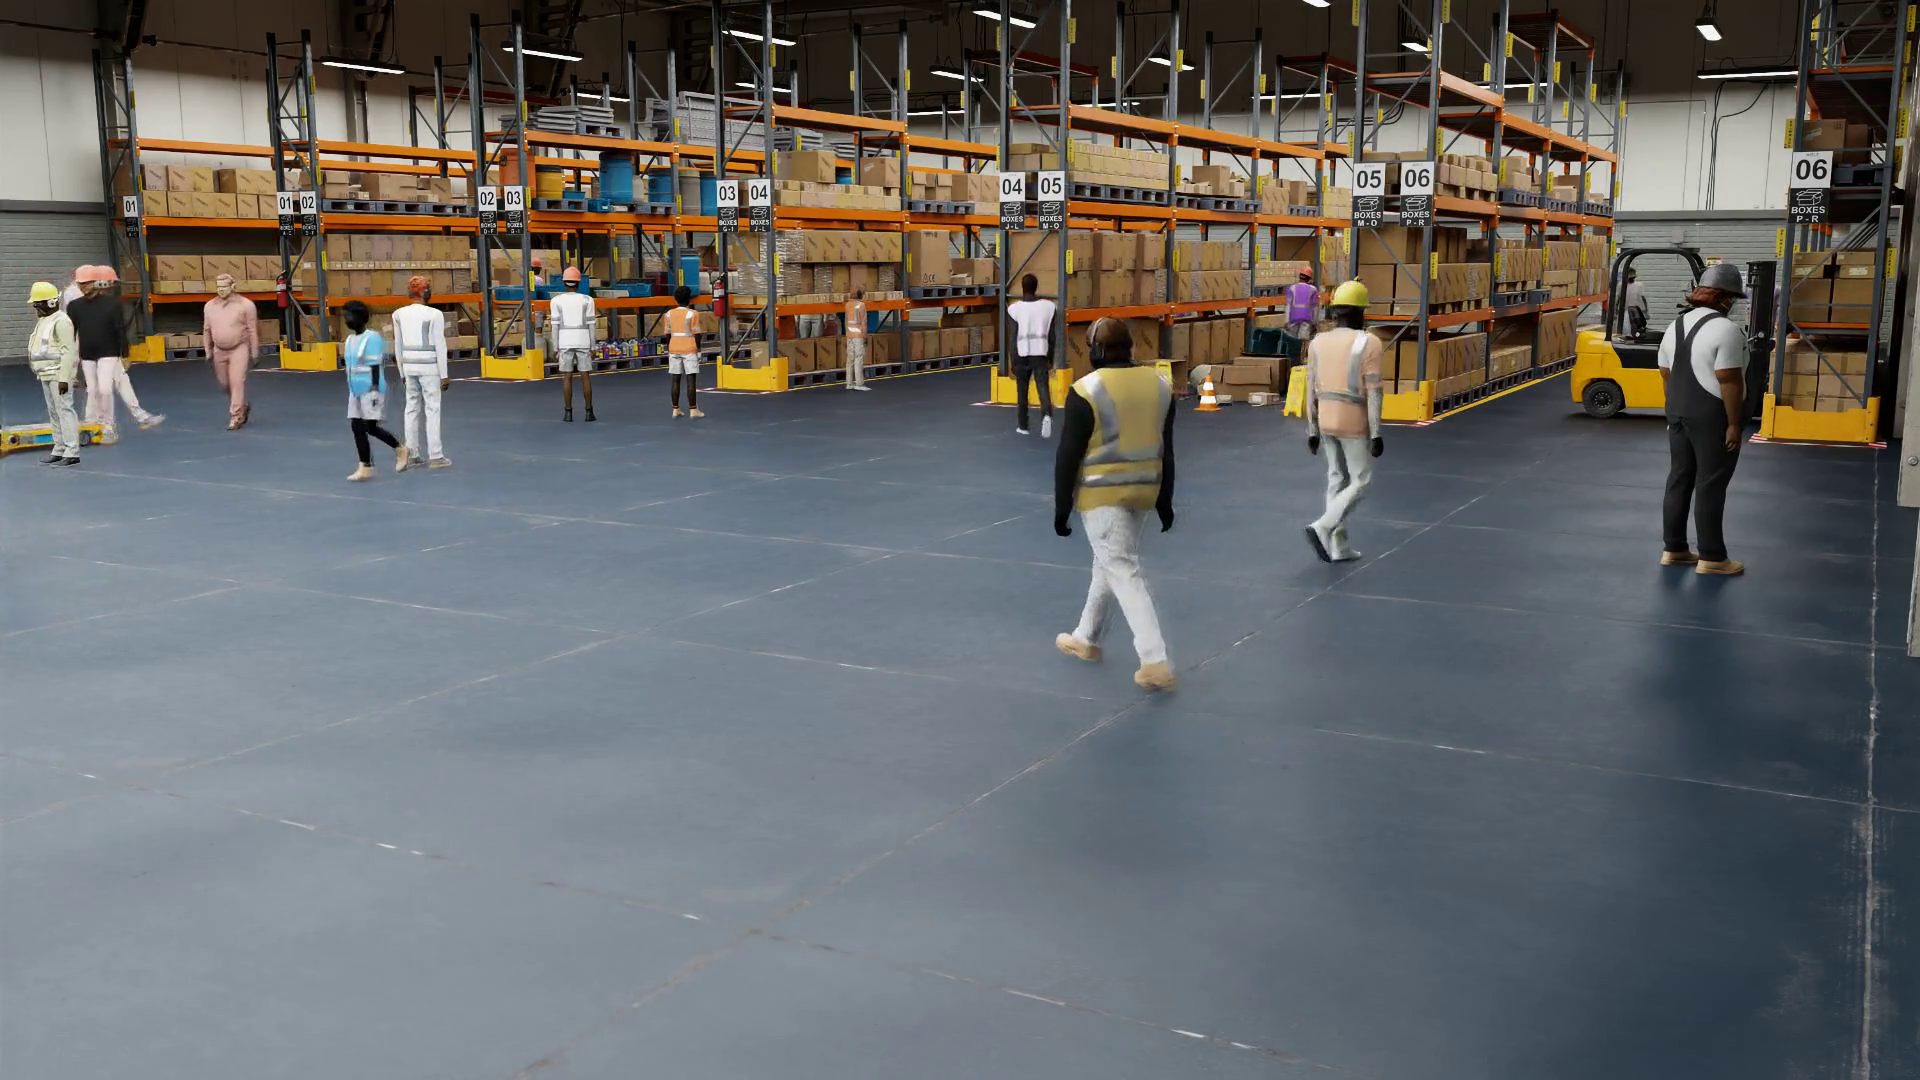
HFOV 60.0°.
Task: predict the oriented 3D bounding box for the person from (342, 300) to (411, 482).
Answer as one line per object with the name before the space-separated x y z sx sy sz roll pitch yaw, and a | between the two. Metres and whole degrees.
person | -5.436 -1.379 15.361 0.545 1.676 0.518 8 12 37

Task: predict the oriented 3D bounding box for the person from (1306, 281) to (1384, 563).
person | 2.538 -0.767 11.105 0.587 1.911 0.608 -7 12 -36

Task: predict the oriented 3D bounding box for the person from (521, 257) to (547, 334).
person | -8.356 -4.538 32.798 0.616 2.041 0.380 8 12 38

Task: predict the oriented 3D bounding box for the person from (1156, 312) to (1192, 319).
person | 4.062 -4.191 31.246 0.672 1.880 0.755 5 11 28

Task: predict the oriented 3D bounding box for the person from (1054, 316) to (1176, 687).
person | 0.769 -0.198 8.172 0.631 1.785 0.999 -7 12 -35

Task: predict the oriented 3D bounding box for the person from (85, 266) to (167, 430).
person | -10.019 -2.267 19.774 0.915 1.949 0.647 -5 11 -26

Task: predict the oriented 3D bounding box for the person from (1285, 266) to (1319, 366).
person | 6.045 -3.887 29.434 0.562 1.880 0.886 3 10 15

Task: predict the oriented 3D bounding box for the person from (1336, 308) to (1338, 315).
person | 8.931 -5.420 38.469 0.558 1.888 0.747 -7 12 -35

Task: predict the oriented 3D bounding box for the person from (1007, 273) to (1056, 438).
person | 0.840 -2.122 19.132 0.590 1.889 0.916 -1 10 -8

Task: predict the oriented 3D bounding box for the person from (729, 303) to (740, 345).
person | -5.384 -5.346 38.807 0.522 1.599 0.704 4 10 20

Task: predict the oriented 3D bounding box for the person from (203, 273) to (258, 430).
person | -8.834 -2.297 20.205 0.655 1.874 0.871 1 10 4

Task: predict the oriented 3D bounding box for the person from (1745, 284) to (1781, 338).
person | 13.957 -3.809 28.905 0.585 1.919 0.391 5 11 26

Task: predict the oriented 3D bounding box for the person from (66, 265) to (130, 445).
person | -9.480 -2.006 18.176 0.647 1.968 0.681 0 10 0

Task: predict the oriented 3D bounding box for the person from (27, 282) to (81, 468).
person | -8.905 -1.618 16.347 0.589 1.825 0.403 9 13 43

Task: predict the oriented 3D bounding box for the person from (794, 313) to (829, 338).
person | -2.640 -3.920 29.533 0.633 1.932 0.372 0 10 1

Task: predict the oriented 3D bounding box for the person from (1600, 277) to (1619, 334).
person | 13.875 -4.779 35.438 0.511 1.620 0.507 6 11 32

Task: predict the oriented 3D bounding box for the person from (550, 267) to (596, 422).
person | -4.839 -2.446 20.859 0.544 1.939 0.372 -2 10 -11

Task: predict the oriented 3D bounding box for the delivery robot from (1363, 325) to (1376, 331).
delivery robot | 9.306 -4.634 37.439 0.707 0.478 0.477 -1 10 -6

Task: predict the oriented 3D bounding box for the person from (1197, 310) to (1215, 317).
person | 4.935 -4.534 33.359 0.345 1.846 0.508 -8 12 -38

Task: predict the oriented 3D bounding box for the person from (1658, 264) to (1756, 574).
person | 4.956 -0.807 10.967 0.536 2.000 0.674 -2 10 -14

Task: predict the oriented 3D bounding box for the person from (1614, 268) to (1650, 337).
person | 14.035 -4.745 34.682 0.675 1.807 0.960 2 10 13

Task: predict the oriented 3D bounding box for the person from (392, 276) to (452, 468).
person | -5.277 -1.641 16.324 0.577 1.879 0.339 3 10 19

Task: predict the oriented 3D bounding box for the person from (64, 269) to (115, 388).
person | -13.831 -3.355 26.395 0.888 1.873 0.668 -7 12 -36

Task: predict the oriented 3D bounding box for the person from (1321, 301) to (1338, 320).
person | 8.740 -5.580 38.984 0.645 2.016 0.676 7 12 34

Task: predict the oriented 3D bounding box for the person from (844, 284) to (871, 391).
person | -1.595 -3.117 25.668 0.310 1.636 0.523 -8 12 -38

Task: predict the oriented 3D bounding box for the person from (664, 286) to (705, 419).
person | -3.528 -2.398 21.280 0.530 1.697 0.321 5 11 25

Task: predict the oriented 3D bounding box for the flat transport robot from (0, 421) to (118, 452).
flat transport robot | -9.997 -1.131 18.033 0.652 0.197 1.431 6 11 30
